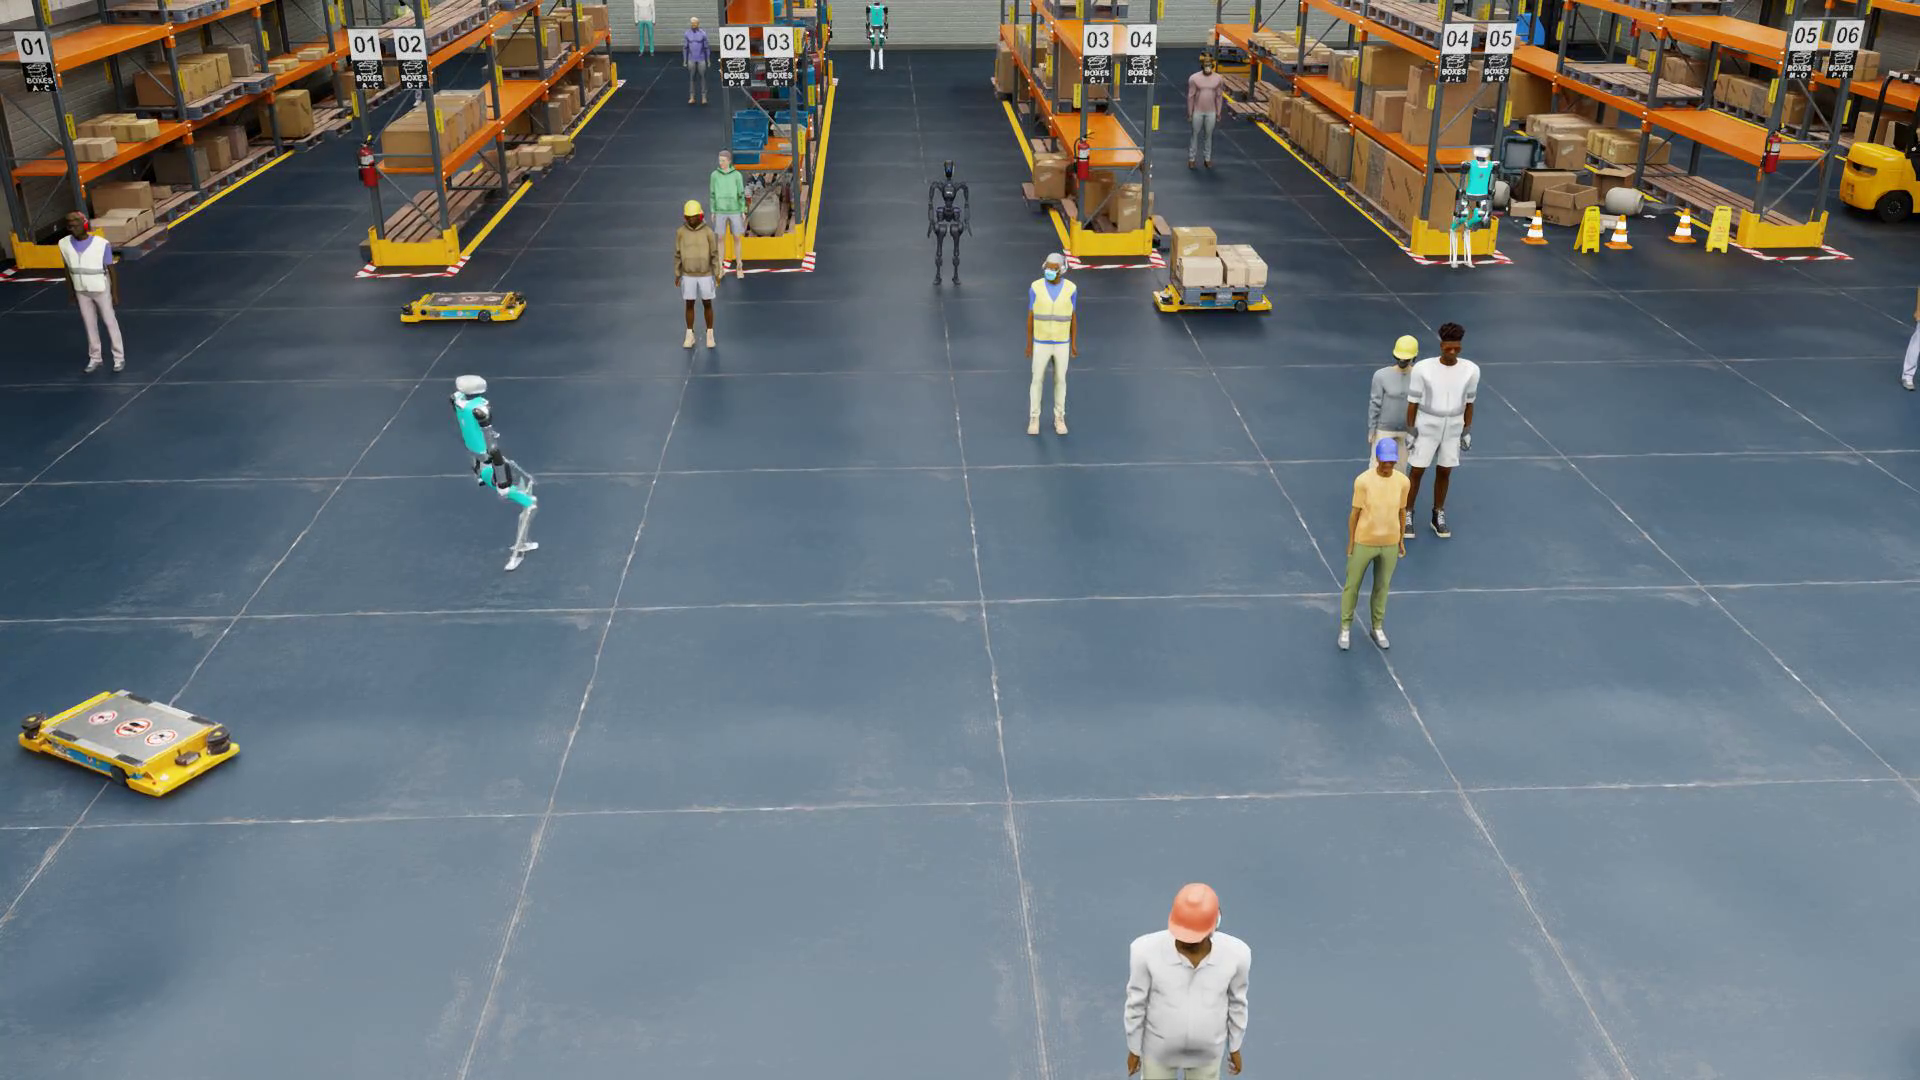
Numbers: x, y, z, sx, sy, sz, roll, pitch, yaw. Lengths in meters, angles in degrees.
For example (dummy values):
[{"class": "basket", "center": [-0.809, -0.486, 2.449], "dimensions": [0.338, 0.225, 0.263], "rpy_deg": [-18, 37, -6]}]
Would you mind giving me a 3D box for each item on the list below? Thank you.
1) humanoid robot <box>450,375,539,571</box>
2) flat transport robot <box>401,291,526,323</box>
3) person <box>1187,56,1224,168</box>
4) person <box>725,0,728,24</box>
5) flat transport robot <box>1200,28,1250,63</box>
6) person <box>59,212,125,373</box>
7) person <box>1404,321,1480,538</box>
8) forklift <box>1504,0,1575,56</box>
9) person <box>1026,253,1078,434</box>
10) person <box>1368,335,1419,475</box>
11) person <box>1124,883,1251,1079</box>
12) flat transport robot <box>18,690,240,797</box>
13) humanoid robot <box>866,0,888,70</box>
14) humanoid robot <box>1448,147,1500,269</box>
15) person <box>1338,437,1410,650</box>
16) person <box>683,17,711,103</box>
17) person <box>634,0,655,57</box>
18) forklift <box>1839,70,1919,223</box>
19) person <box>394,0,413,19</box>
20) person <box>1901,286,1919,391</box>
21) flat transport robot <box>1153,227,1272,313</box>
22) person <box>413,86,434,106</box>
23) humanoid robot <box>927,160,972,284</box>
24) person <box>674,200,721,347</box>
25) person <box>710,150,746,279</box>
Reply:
[{"class": "humanoid robot", "center": [-3.776, -0.605, 14.016], "dimensions": [0.868, 1.769, 0.603], "rpy_deg": [-20, 31, -37]}, {"class": "flat transport robot", "center": [-6.295, -2.951, 21.104], "dimensions": [1.431, 0.231, 0.659], "rpy_deg": [-1, 24, -2]}, {"class": "person", "center": [4.327, -7.562, 29.414], "dimensions": [0.628, 1.940, 0.379], "rpy_deg": [0, 24, 0]}, {"class": "person", "center": [-5.848, -13.310, 42.429], "dimensions": [0.533, 1.856, 0.412], "rpy_deg": [0, 24, 0]}, {"class": "flat transport robot", "center": [6.822, -12.181, 41.842], "dimensions": [1.431, 0.231, 0.659], "rpy_deg": [12, 27, 26]}, {"class": "person", "center": [-9.819, -2.818, 18.864], "dimensions": [0.563, 1.846, 0.397], "rpy_deg": [0, 24, 0]}, {"class": "person", "center": [4.190, -0.961, 14.547], "dimensions": [0.605, 1.966, 0.374], "rpy_deg": [0, 24, 0]}, {"class": "forklift", "center": [14.700, -13.805, 42.301], "dimensions": [1.873, 2.768, 1.129], "rpy_deg": [-1, 24, -2]}, {"class": "person", "center": [0.942, -2.010, 16.997], "dimensions": [0.532, 1.893, 0.407], "rpy_deg": [0, 24, 0]}, {"class": "person", "center": [3.894, -0.983, 14.844], "dimensions": [0.524, 1.764, 0.326], "rpy_deg": [0, 24, 0]}, {"class": "person", "center": [1.019, 2.282, 7.522], "dimensions": [0.563, 1.747, 0.336], "rpy_deg": [0, 24, 0]}, {"class": "flat transport robot", "center": [-5.711, 1.364, 11.408], "dimensions": [1.431, 0.231, 0.659], "rpy_deg": [12, 27, 26]}, {"class": "humanoid robot", "center": [-1.976, -12.091, 39.670], "dimensions": [0.533, 1.677, 0.735], "rpy_deg": [-1, 24, -2]}, {"class": "humanoid robot", "center": [6.974, -4.583, 22.803], "dimensions": [0.533, 1.675, 0.735], "rpy_deg": [-1, 24, -2]}, {"class": "person", "center": [3.161, 0.033, 12.615], "dimensions": [0.455, 1.718, 0.368], "rpy_deg": [0, 24, 0]}, {"class": "person", "center": [-5.652, -10.316, 35.771], "dimensions": [0.596, 1.799, 0.401], "rpy_deg": [0, 24, 0]}, {"class": "person", "center": [-8.012, -13.214, 42.323], "dimensions": [0.524, 1.768, 0.325], "rpy_deg": [0, 24, 0]}, {"class": "forklift", "center": [15.132, -6.143, 25.915], "dimensions": [2.313, 2.155, 1.214], "rpy_deg": [-1, 24, -2]}, {"class": "person", "center": [-13.752, -12.719, 41.291], "dimensions": [0.534, 1.698, 0.322], "rpy_deg": [0, 24, 0]}, {"class": "person", "center": [10.779, -2.560, 18.292], "dimensions": [0.563, 1.840, 0.397], "rpy_deg": [0, 24, 0]}, {"class": "flat transport robot", "center": [3.261, -3.139, 21.526], "dimensions": [1.431, 0.231, 0.659], "rpy_deg": [-1, 24, -2]}, {"class": "person", "center": [-11.490, -10.188, 35.404], "dimensions": [0.518, 1.863, 0.384], "rpy_deg": [0, 24, 0]}, {"class": "humanoid robot", "center": [-0.141, -4.259, 22.294], "dimensions": [0.599, 1.657, 0.315], "rpy_deg": [-1, 24, -2]}, {"class": "person", "center": [-3.108, -3.164, 19.742], "dimensions": [0.544, 1.764, 0.402], "rpy_deg": [0, 24, 0]}, {"class": "person", "center": [-3.143, -4.424, 22.604], "dimensions": [0.474, 1.739, 0.336], "rpy_deg": [0, 24, 0]}]
